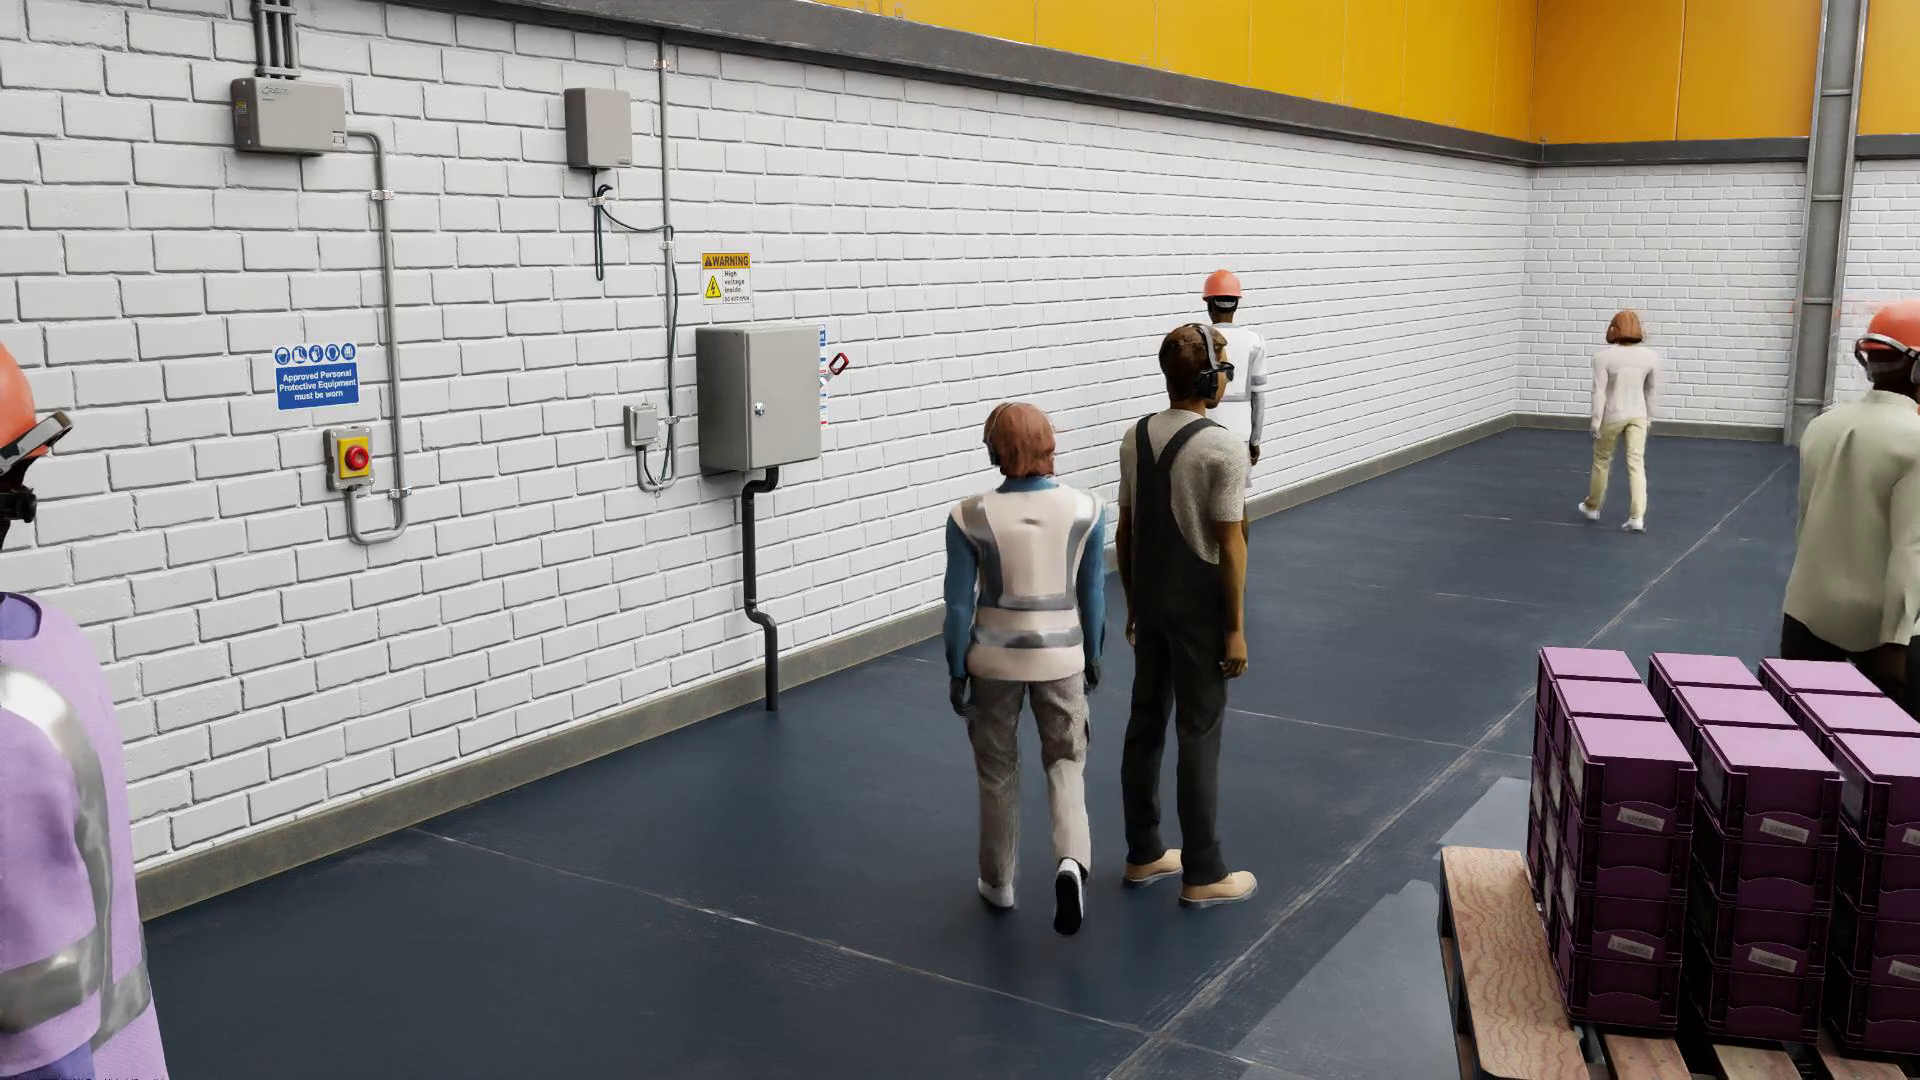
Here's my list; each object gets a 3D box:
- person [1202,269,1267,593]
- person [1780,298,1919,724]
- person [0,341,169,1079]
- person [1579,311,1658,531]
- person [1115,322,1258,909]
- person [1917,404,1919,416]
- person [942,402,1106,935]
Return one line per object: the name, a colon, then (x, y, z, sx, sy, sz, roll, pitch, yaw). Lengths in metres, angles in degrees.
person: (1.534, -0.632, 9.890, 0.541, 1.929, 0.383, -2, 10, -12)
person: (2.811, 0.220, 5.173, 1.049, 1.928, 0.632, -3, 11, -14)
person: (-1.108, 0.749, 1.907, 0.385, 2.045, 0.605, -5, 11, -26)
person: (4.844, -0.882, 12.198, 0.516, 1.581, 0.880, 0, 10, -2)
person: (0.710, 0.239, 5.283, 0.350, 1.846, 0.506, -8, 13, -38)
person: (5.464, -0.444, 9.487, 0.543, 1.685, 0.471, 9, 13, 40)
person: (0.205, 0.394, 5.015, 0.520, 1.617, 0.607, -1, 10, -8)
